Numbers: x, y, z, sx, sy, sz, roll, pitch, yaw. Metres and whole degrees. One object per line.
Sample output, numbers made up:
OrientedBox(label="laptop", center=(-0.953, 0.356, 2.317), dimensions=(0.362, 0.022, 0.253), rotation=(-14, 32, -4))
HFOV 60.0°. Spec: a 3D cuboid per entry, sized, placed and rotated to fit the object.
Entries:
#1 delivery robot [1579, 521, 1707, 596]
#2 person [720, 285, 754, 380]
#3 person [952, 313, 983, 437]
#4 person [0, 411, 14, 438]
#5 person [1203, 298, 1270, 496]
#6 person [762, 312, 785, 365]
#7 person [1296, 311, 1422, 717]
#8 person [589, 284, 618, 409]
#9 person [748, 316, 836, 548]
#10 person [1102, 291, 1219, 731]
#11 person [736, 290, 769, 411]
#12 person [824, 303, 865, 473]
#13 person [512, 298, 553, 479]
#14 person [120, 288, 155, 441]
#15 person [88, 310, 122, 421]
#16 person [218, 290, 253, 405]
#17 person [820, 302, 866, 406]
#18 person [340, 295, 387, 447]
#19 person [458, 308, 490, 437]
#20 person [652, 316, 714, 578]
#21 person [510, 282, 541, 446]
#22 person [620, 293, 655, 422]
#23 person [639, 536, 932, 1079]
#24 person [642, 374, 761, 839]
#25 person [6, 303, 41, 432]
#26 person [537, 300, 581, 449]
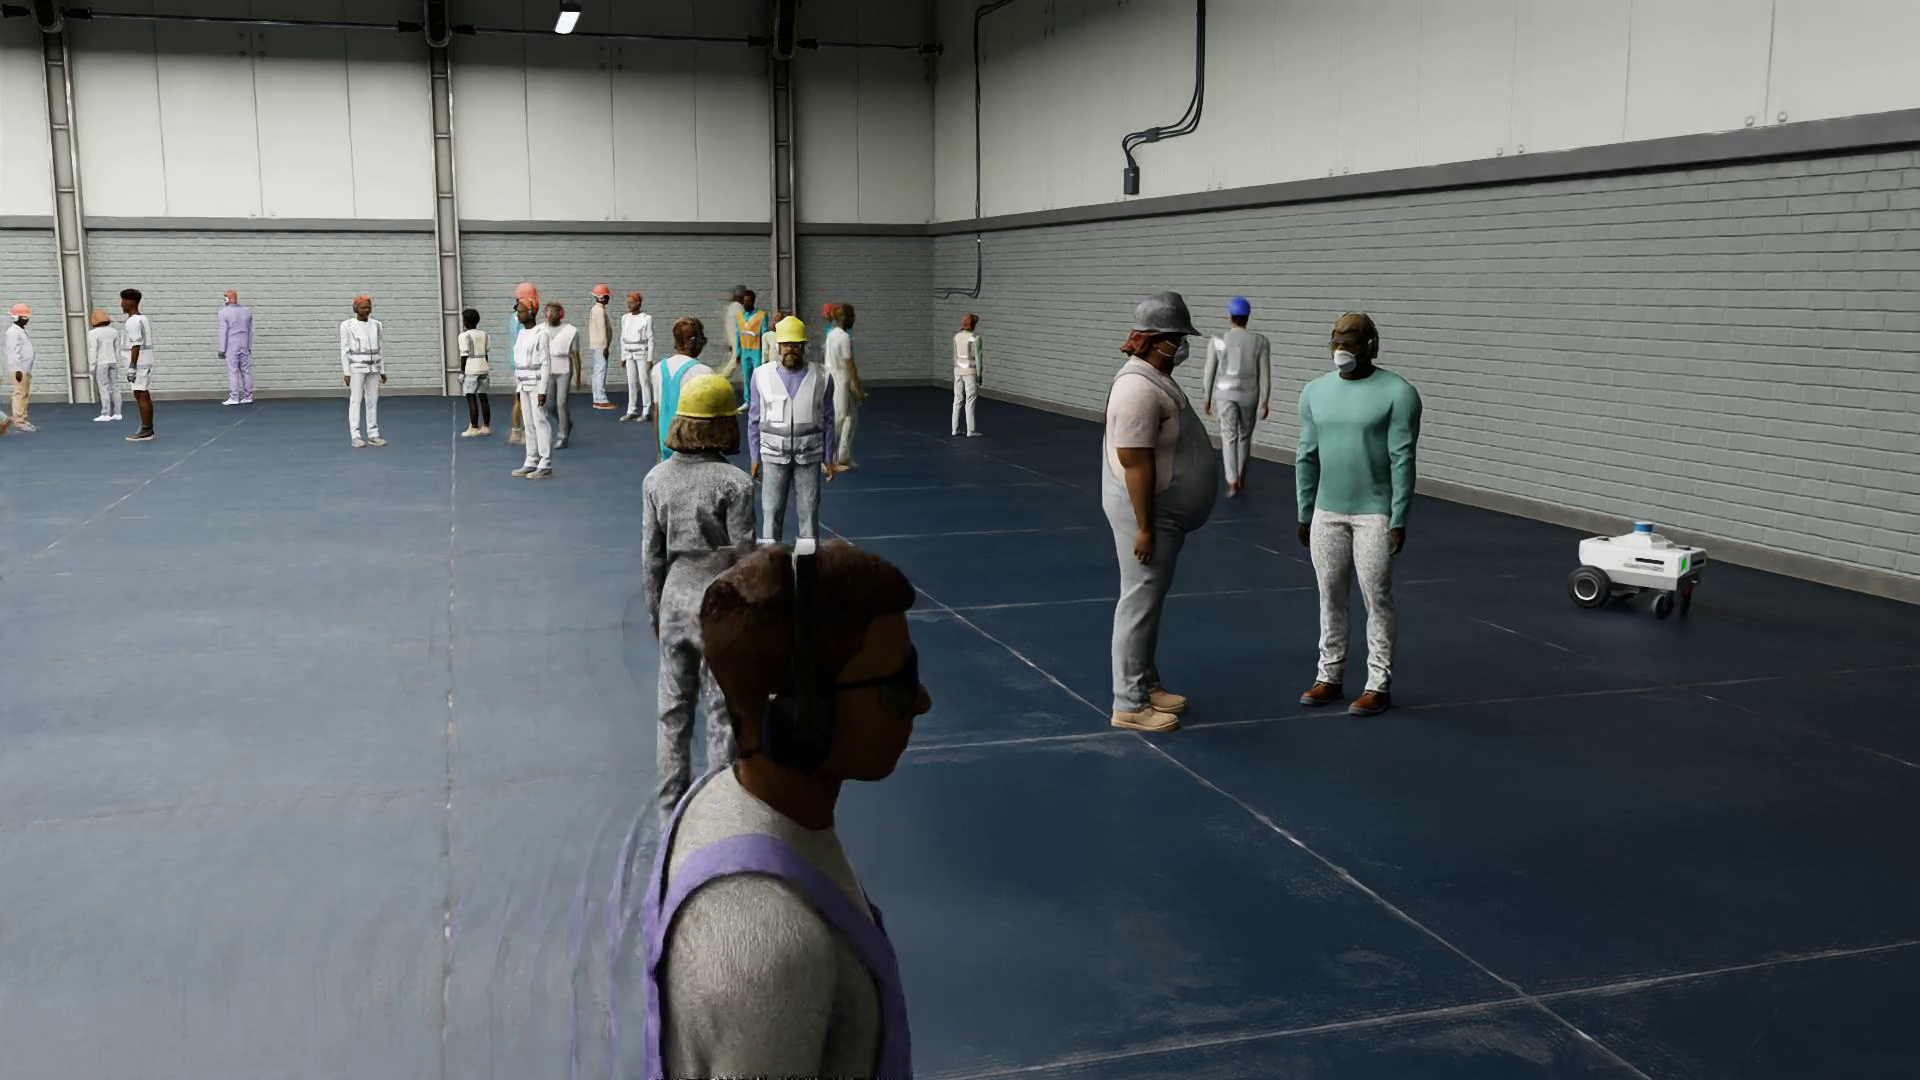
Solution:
OrientedBox(label="delivery robot", center=(4.273, 0.127, 10.420), dimensions=(0.477, 0.478, 0.707), rotation=(-9, 12, -43))
OrientedBox(label="person", center=(-3.990, -3.608, 29.823), dimensions=(1.013, 2.000, 0.684), rotation=(-3, 9, -19))
OrientedBox(label="person", center=(0.096, -2.177, 22.012), dimensions=(0.315, 1.630, 0.511), rotation=(-9, 12, -44))
OrientedBox(label="person", center=(-12.454, -2.159, 21.054), dimensions=(0.658, 1.900, 0.851), rotation=(5, 10, 27))
OrientedBox(label="person", center=(2.677, -1.386, 16.119), dimensions=(0.627, 1.898, 0.993), rotation=(1, 9, 4))
OrientedBox(label="person", center=(-2.506, -2.358, 23.179), dimensions=(0.500, 1.626, 0.282), rotation=(-1, 9, -4))
OrientedBox(label="person", center=(1.888, -0.124, 7.975), dimensions=(0.623, 1.932, 0.374), rotation=(7, 11, 39))
OrientedBox(label="person", center=(-5.765, -3.109, 26.785), dimensions=(0.381, 1.996, 0.608), rotation=(-4, 10, -23))
OrientedBox(label="person", center=(-1.119, -0.568, 11.088), dimensions=(0.586, 1.835, 0.403), rotation=(-1, 9, -7))
OrientedBox(label="person", center=(0.933, -0.147, 7.743), dimensions=(0.535, 2.000, 0.683), rotation=(2, 9, 11))
OrientedBox(label="person", center=(-3.273, -2.990, 26.280), dimensions=(0.590, 1.919, 0.383), rotation=(5, 10, 27))
OrientedBox(label="person", center=(-1.215, -1.627, 17.896), dimensions=(0.624, 1.824, 0.524), rotation=(-3, 9, -19))
OrientedBox(label="person", center=(-4.472, -1.578, 17.378), dimensions=(0.354, 1.883, 0.573), rotation=(-8, 12, -41))
OrientedBox(label="person", center=(-10.641, -2.266, 21.504), dimensions=(0.367, 1.966, 0.606), rotation=(-2, 9, -15))
OrientedBox(label="person", center=(-12.572, -2.562, 24.450), dimensions=(0.289, 1.632, 0.498), rotation=(3, 9, 19))
OrientedBox(label="person", center=(-12.061, -3.197, 27.643), dimensions=(0.410, 1.905, 0.641), rotation=(4, 10, 25))
OrientedBox(label="person", center=(-1.957, -3.013, 27.072), dimensions=(0.788, 1.715, 0.588), rotation=(-4, 10, -25))
OrientedBox(label="person", center=(-7.415, -2.101, 20.707), dimensions=(0.337, 1.882, 0.583), rotation=(6, 11, 36))
OrientedBox(label="person", center=(-6.415, -2.205, 21.962), dimensions=(0.318, 1.699, 0.535), rotation=(4, 10, 24))
OrientedBox(label="person", center=(-1.844, -0.583, 11.193), dimensions=(0.520, 1.835, 0.339), rotation=(5, 10, 29))
OrientedBox(label="person", center=(-5.417, -2.187, 20.784), dimensions=(0.418, 2.043, 0.615), rotation=(-4, 10, -22))
OrientedBox(label="person", center=(-4.715, -2.660, 24.283), dimensions=(0.574, 1.882, 0.361), rotation=(5, 10, 30))
OrientedBox(label="person", center=(-0.271, 0.887, 1.908), dimensions=(0.864, 1.815, 0.513), rotation=(-3, 9, -17))
OrientedBox(label="person", center=(-0.907, 0.275, 5.999), dimensions=(0.493, 1.742, 0.322), rotation=(5, 10, 28))
OrientedBox(label="person", center=(-12.780, -2.347, 22.698), dimensions=(0.340, 1.748, 0.568), rotation=(-3, 9, -17))
OrientedBox(label="person", center=(-4.942, -2.044, 20.522), dimensions=(0.596, 1.828, 0.626), rotation=(2, 9, 11))
